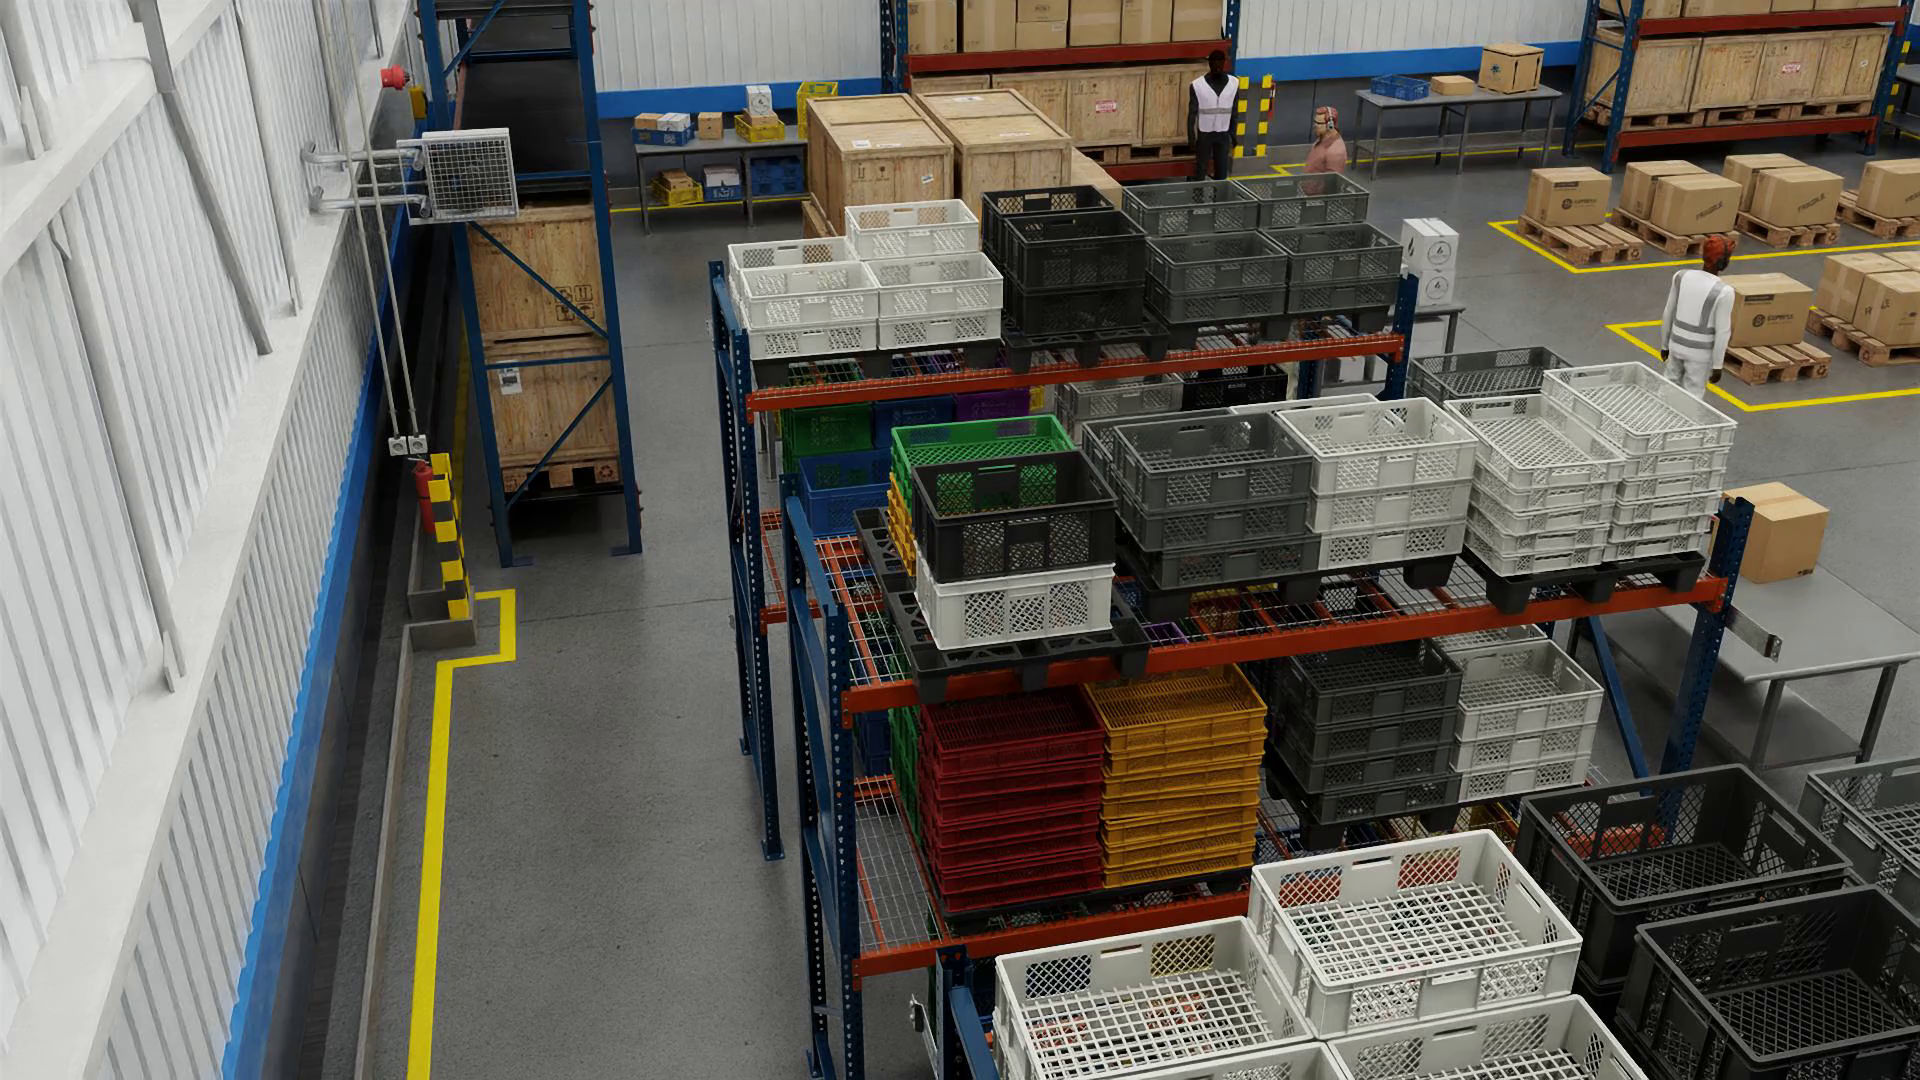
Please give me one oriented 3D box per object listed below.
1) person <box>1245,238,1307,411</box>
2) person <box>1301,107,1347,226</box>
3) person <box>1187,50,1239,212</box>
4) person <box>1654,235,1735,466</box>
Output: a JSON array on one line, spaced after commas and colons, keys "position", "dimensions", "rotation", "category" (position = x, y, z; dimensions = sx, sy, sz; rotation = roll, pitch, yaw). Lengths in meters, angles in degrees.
[{"position": [2.474, -1.501, 13.192], "dimensions": [0.634, 1.853, 0.419], "rotation": [21, 34, 34], "category": "person"}, {"position": [3.628, -3.413, 16.767], "dimensions": [0.400, 1.900, 0.648], "rotation": [1, 28, 1], "category": "person"}, {"position": [2.903, -4.694, 19.185], "dimensions": [0.600, 1.907, 0.399], "rotation": [-5, 28, -10], "category": "person"}, {"position": [5.766, -1.474, 13.096], "dimensions": [0.337, 1.882, 0.584], "rotation": [-13, 31, -24], "category": "person"}]
